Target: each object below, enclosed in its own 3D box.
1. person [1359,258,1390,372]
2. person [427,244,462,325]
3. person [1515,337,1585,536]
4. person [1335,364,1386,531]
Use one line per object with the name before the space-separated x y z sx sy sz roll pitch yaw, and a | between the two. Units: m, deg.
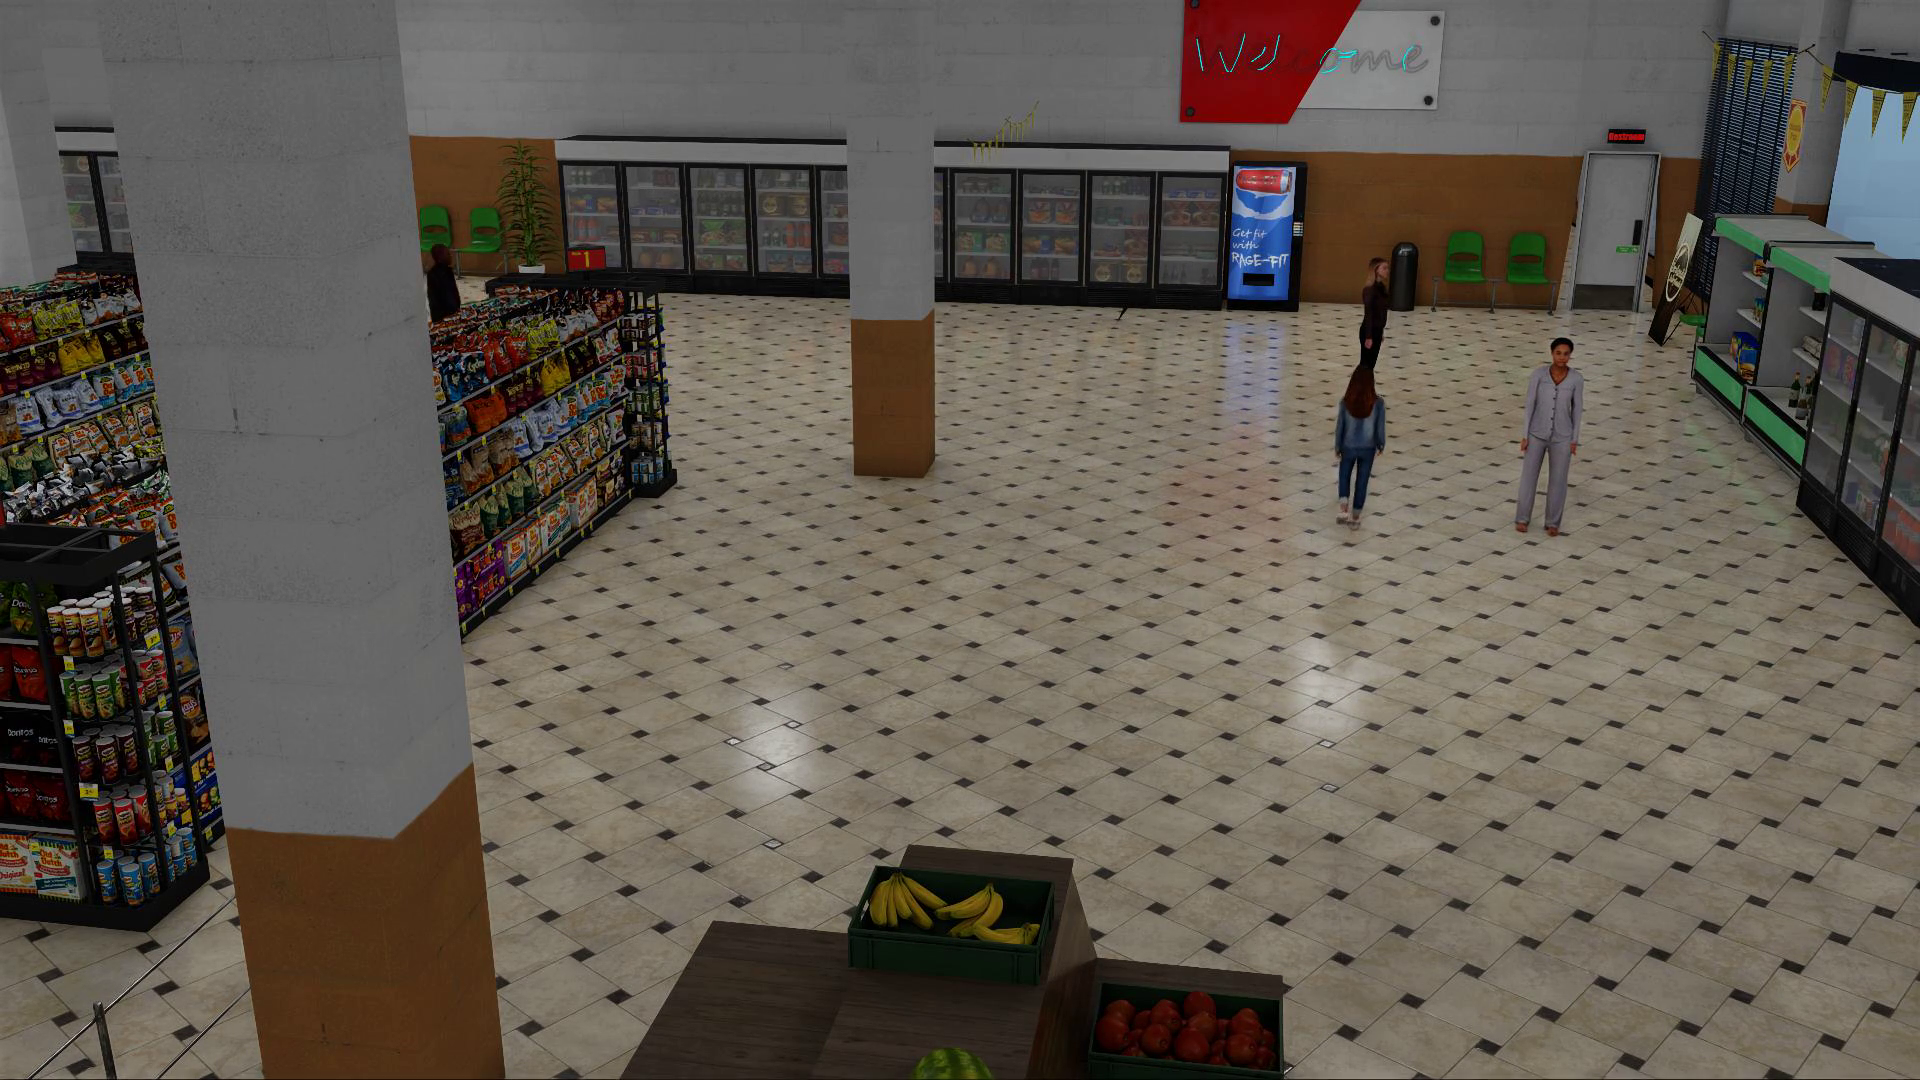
person | 4.635 -2.331 18.744 0.731 1.703 0.583 12 22 32
person | -5.948 -2.445 18.939 1.240 1.794 1.279 -9 21 -25
person | 5.147 -0.922 14.517 0.662 1.733 0.600 7 20 19
person | 3.480 -0.782 14.516 0.597 1.469 0.586 5 19 15
